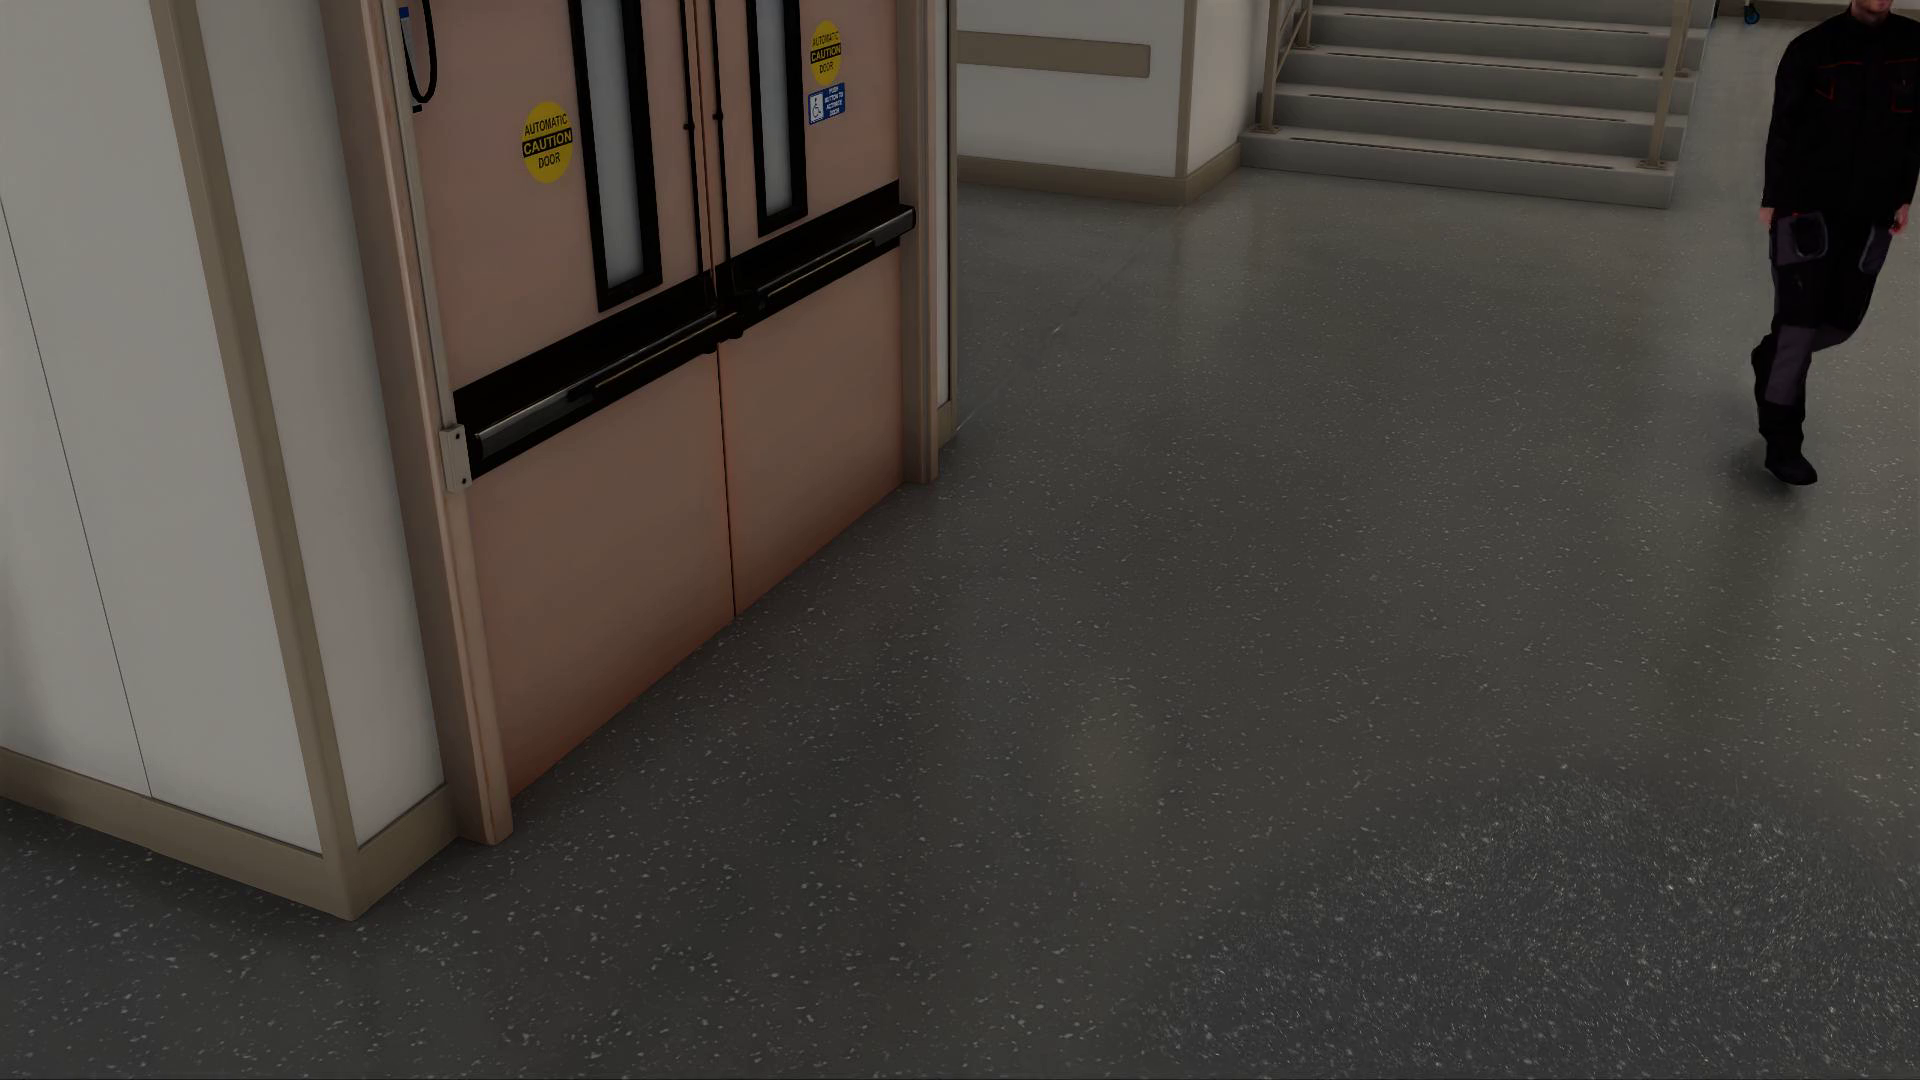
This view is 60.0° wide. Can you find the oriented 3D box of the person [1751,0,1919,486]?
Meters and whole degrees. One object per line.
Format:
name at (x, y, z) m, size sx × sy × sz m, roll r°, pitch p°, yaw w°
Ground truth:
person at (3.140, -1.199, 6.021) m, size 1.024 × 1.885 × 1.259 m, roll 0°, pitch 26°, yaw -1°
